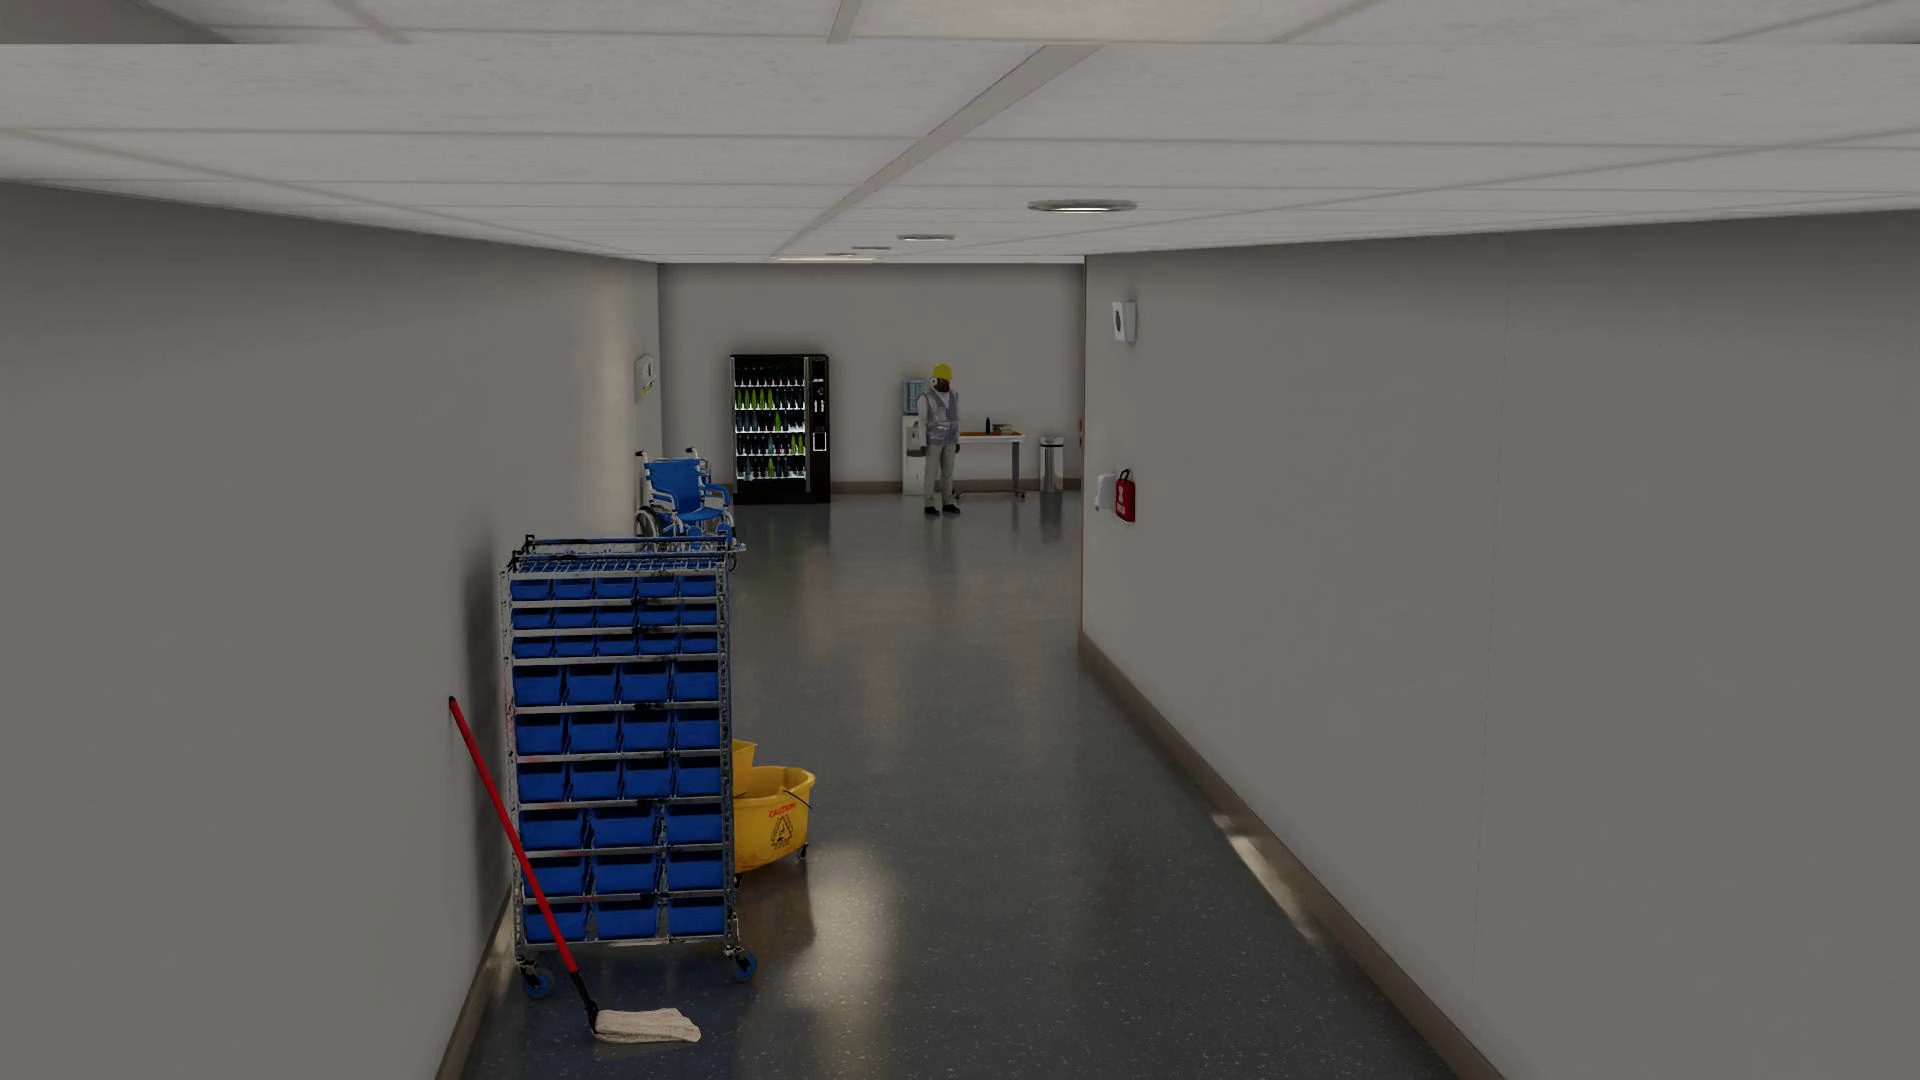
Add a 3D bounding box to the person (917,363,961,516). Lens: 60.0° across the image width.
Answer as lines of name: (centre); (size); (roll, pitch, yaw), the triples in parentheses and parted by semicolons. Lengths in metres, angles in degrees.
person: (-0.230, -1.204, 19.921); (0.595, 1.823, 0.403); (-7, 12, -38)
